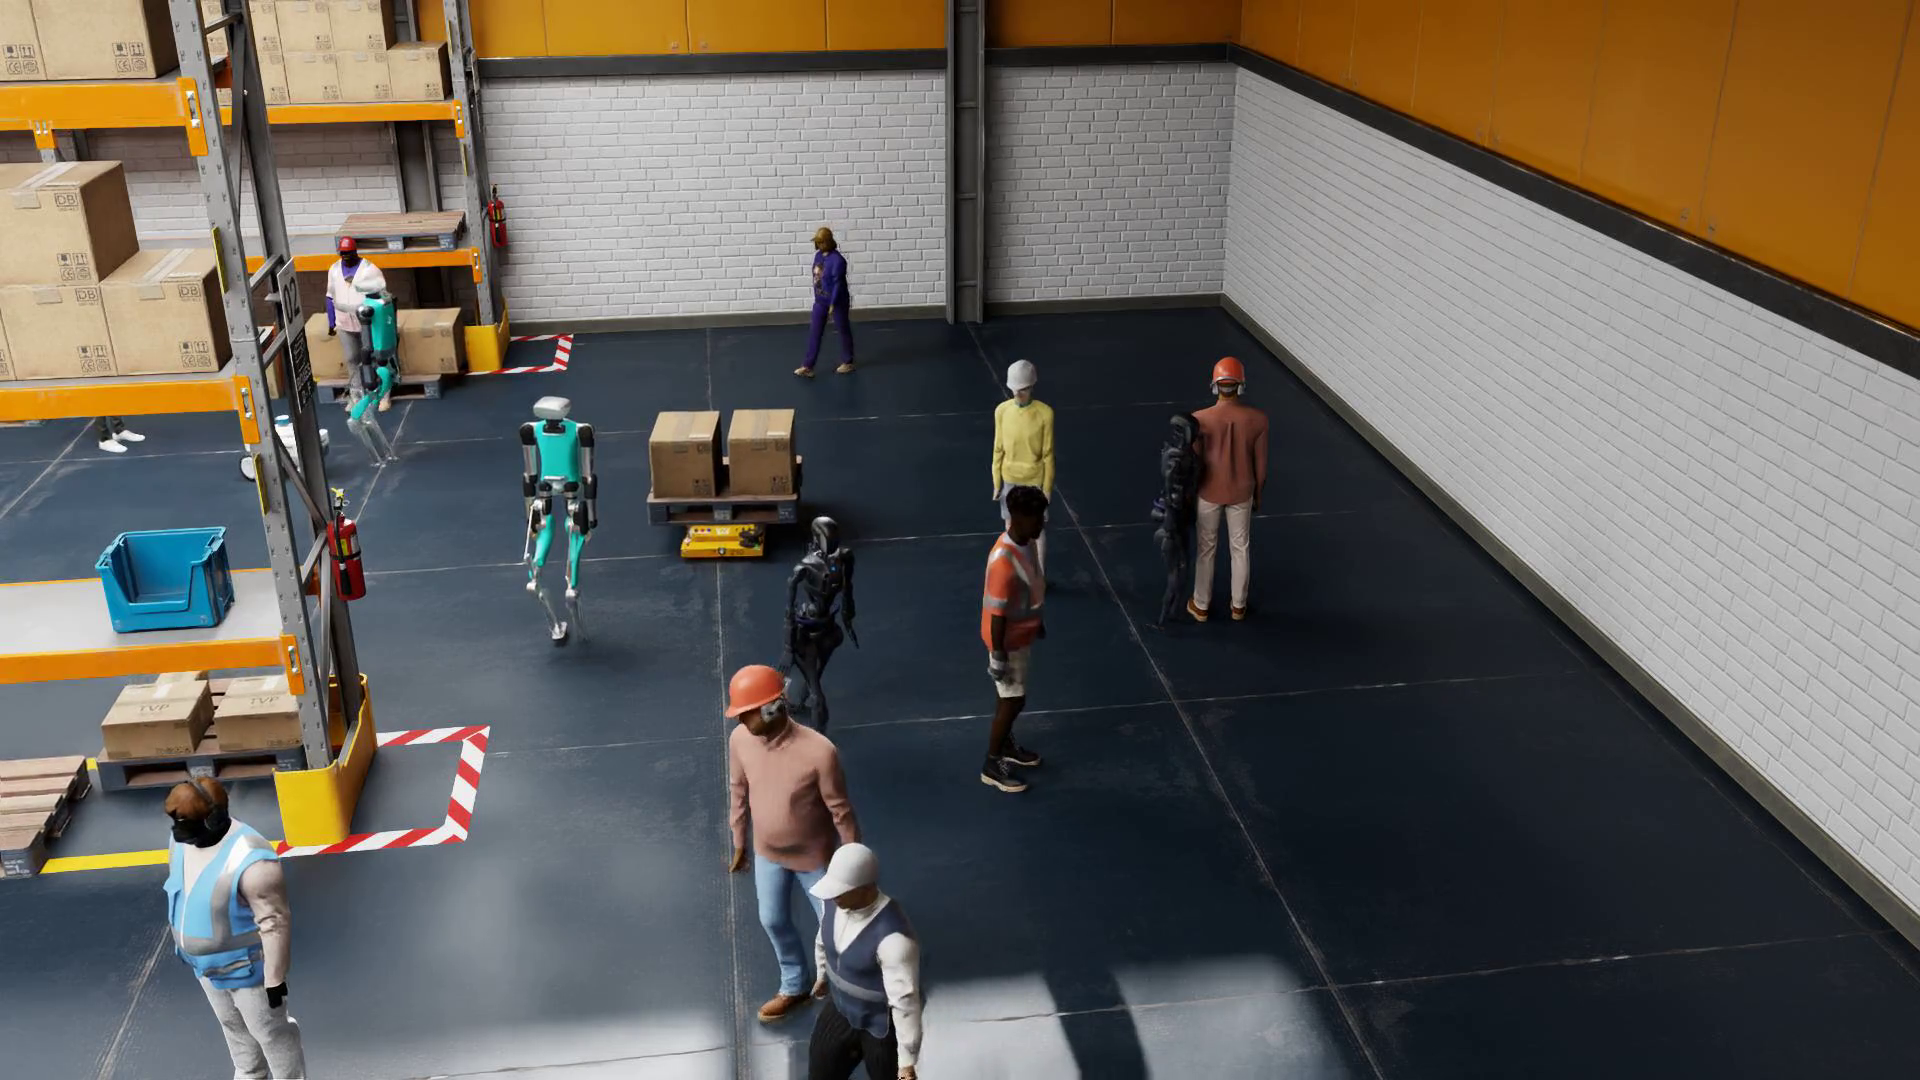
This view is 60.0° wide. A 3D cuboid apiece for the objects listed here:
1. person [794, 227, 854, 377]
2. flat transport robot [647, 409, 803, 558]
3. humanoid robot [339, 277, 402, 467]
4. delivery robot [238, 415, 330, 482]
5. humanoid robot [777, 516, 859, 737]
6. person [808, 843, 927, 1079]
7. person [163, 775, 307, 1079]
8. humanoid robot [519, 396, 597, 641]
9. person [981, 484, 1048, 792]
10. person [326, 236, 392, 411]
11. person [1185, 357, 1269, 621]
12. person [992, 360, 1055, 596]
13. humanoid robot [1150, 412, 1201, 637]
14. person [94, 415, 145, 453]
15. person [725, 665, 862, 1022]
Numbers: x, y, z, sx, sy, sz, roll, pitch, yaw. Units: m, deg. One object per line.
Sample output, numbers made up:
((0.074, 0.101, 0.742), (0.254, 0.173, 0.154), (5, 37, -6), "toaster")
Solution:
((-1.414, -2.462, 17.363), (0.452, 1.586, 0.799), (18, 30, 35), "person")
((-1.931, -0.220, 13.898), (0.659, 0.231, 1.431), (-1, 24, -2), "flat transport robot")
((-5.335, -1.473, 14.953), (0.641, 1.820, 0.531), (5, 24, 12), "humanoid robot")
((-6.060, -0.814, 14.914), (0.780, 0.609, 0.513), (6, 24, 13), "delivery robot")
((-0.943, 0.559, 10.446), (0.739, 1.608, 0.602), (20, 31, 38), "humanoid robot")
((-0.444, 2.040, 6.919), (0.783, 1.729, 0.740), (21, 31, 39), "person")
((-3.174, 1.833, 7.267), (0.634, 1.840, 0.429), (14, 27, 29), "person")
((-2.865, -0.017, 11.766), (0.535, 1.884, 0.818), (2, 24, 4), "humanoid robot")
((0.336, 0.561, 10.032), (0.389, 1.954, 0.664), (6, 24, 13), "person")
((-5.922, -2.124, 16.388), (0.622, 1.753, 0.420), (0, 24, -1), "person")
((1.910, -0.354, 12.073), (0.609, 1.984, 0.396), (0, 24, -1), "person")
((0.476, -0.453, 12.433), (0.481, 1.882, 0.401), (7, 25, 16), "person")
((1.563, -0.141, 11.964), (0.312, 1.653, 0.611), (10, 26, 22), "humanoid robot")
((-7.946, -1.743, 15.378), (0.312, 1.868, 0.527), (2, 24, 5), "person")
((-0.726, 1.466, 7.987), (0.771, 1.949, 0.491), (10, 26, 22), "person")
